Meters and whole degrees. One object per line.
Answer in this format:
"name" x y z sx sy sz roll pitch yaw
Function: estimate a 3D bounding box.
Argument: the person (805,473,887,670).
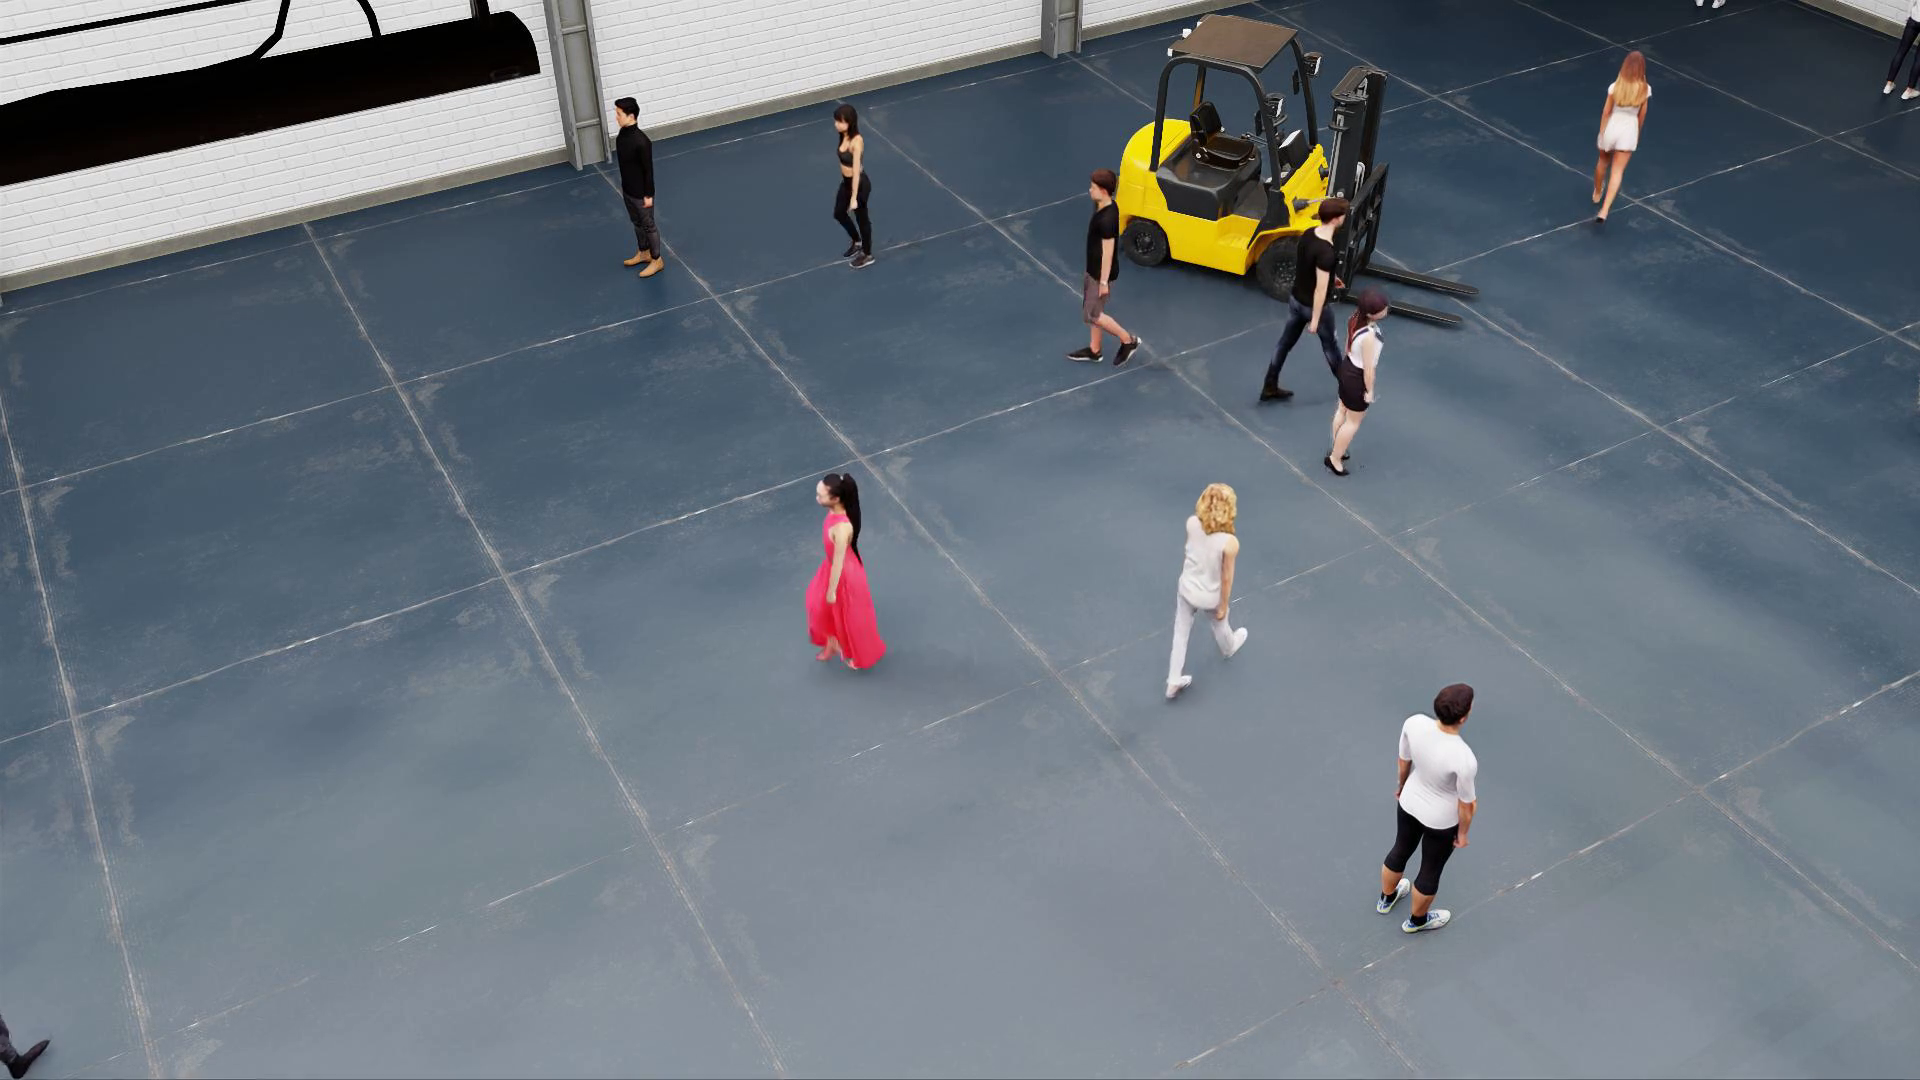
"person" -0.684 0.242 11.097 0.886 1.706 0.782 -2 39 -2

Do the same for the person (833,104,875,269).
"person" -0.910 -3.333 15.633 0.558 1.631 0.567 -22 43 -25

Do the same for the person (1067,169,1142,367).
"person" 1.292 -2.293 14.158 1.008 1.847 0.907 1 39 1

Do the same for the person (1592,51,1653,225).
"person" 6.472 -3.924 16.349 1.024 1.661 1.156 14 41 17

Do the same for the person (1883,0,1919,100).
"person" 10.833 -5.830 18.704 0.583 1.700 0.641 -26 45 -29

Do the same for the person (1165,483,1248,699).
"person" 1.545 0.373 10.994 0.808 1.630 1.102 28 46 30

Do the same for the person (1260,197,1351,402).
"person" 2.797 -1.935 13.711 1.256 1.845 0.834 -11 40 -13

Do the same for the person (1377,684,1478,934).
"person" 2.651 1.512 9.390 0.598 1.852 0.687 -25 45 -28

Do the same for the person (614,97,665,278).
"person" -3.015 -3.311 15.532 0.575 1.723 0.679 -26 45 -29

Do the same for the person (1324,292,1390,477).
"person" 3.112 -1.262 13.033 0.660 1.639 0.648 -16 41 -19
